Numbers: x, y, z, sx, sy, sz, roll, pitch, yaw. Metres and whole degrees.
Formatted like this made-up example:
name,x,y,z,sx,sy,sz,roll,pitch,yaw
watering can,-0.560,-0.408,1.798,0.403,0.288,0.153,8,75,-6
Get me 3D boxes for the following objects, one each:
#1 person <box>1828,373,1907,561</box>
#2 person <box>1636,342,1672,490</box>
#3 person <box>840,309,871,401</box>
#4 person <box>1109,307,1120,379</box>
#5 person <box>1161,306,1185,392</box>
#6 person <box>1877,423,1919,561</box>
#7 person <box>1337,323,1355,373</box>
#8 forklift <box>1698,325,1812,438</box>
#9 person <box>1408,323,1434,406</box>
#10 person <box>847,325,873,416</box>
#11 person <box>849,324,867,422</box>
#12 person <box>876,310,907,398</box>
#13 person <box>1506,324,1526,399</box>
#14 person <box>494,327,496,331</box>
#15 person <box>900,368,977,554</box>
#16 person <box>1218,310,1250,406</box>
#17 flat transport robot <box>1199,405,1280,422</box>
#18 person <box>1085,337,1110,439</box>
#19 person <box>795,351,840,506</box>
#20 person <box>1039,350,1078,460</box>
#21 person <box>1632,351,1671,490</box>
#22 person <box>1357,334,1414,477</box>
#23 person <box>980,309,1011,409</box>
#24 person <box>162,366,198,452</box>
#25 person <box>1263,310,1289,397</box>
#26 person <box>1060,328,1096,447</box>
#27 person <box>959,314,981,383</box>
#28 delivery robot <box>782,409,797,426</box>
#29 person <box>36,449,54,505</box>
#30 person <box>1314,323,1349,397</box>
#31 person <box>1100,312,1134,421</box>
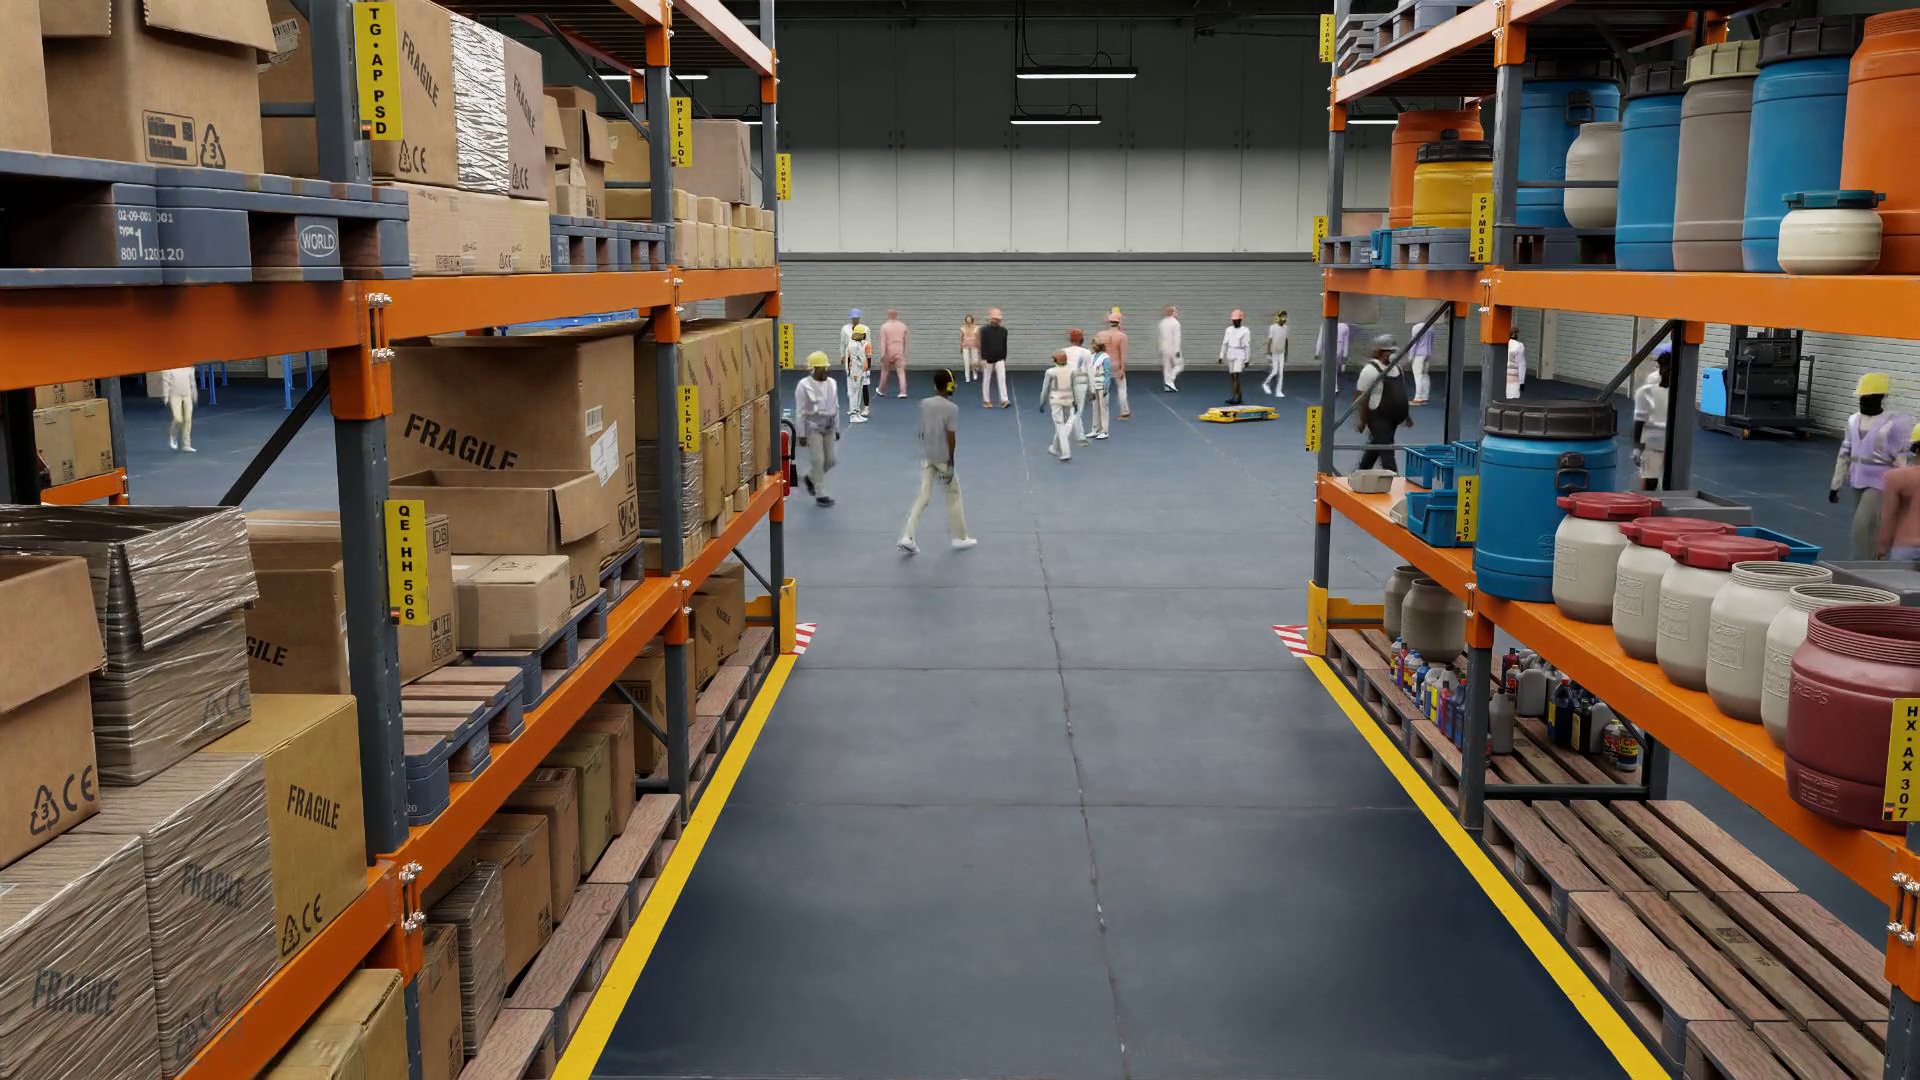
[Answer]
name,x,y,z,sx,sy,sz,roll,pitch,yaw
person,7.704,-0.472,14.262,0.750,1.900,0.622,-2,10,-13
person,8.359,-1.398,19.772,0.614,1.927,0.763,-4,10,-23
person,-2.112,-3.711,33.682,0.639,1.896,0.965,0,9,-1
person,3.780,-4.838,40.870,0.324,1.760,0.523,2,10,10
person,4.689,-4.205,36.653,0.432,1.894,0.670,-4,10,-25
person,6.686,0.046,11.598,0.531,1.766,0.329,3,10,15
person,9.939,-5.338,43.212,0.614,1.997,1.079,2,10,13
forklift,13.248,-3.165,27.620,1.129,2.768,1.873,0,9,1
person,9.257,-3.669,33.376,0.629,1.932,0.374,-9,13,-43
person,-1.878,-3.157,30.980,0.537,1.695,0.320,6,11,31
person,-1.812,-2.995,29.876,0.322,1.742,0.493,2,10,13
person,-1.438,-3.948,35.262,0.688,1.847,1.017,-5,11,-29
person,9.000,-2.606,27.257,0.429,1.839,0.634,-7,12,-35
person,-7.671,-2.643,27.190,0.363,1.934,0.552,8,13,41
person,-0.239,-0.791,16.447,0.532,1.828,0.968,7,12,37
person,5.504,-3.663,33.439,0.552,1.896,0.859,9,13,43
flat transport robot,5.098,-2.312,30.311,1.431,0.197,0.652,-7,12,-37
person,2.264,-2.464,27.007,0.314,1.639,0.515,-5,10,-25
person,-1.688,-1.324,19.632,0.610,1.819,0.565,-9,13,-44
person,1.432,-1.968,24.170,0.540,1.585,0.879,-4,10,-23
person,7.192,-0.953,17.032,0.614,1.947,0.511,1,10,8
person,5.215,-1.547,20.436,0.686,2.000,1.039,-9,13,-42
person,0.685,-3.533,32.502,0.611,1.938,1.038,-3,10,-19
person,-11.721,-2.129,25.039,0.359,1.617,0.527,7,12,35
person,6.740,-3.964,35.392,0.573,1.841,0.523,-5,10,-25
person,1.764,-2.339,25.657,0.581,1.852,0.938,7,12,37
person,0.239,-4.581,39.693,0.534,1.627,0.396,1,10,5
delivery robot,-2.725,-1.939,26.173,0.335,0.223,0.698,-2,10,-13
person,-4.904,0.440,8.878,0.574,1.884,0.356,0,9,-1
person,7.940,-3.981,35.428,0.648,1.869,0.958,-2,10,-13
person,2.806,-3.113,29.954,0.630,1.950,0.990,6,11,34
